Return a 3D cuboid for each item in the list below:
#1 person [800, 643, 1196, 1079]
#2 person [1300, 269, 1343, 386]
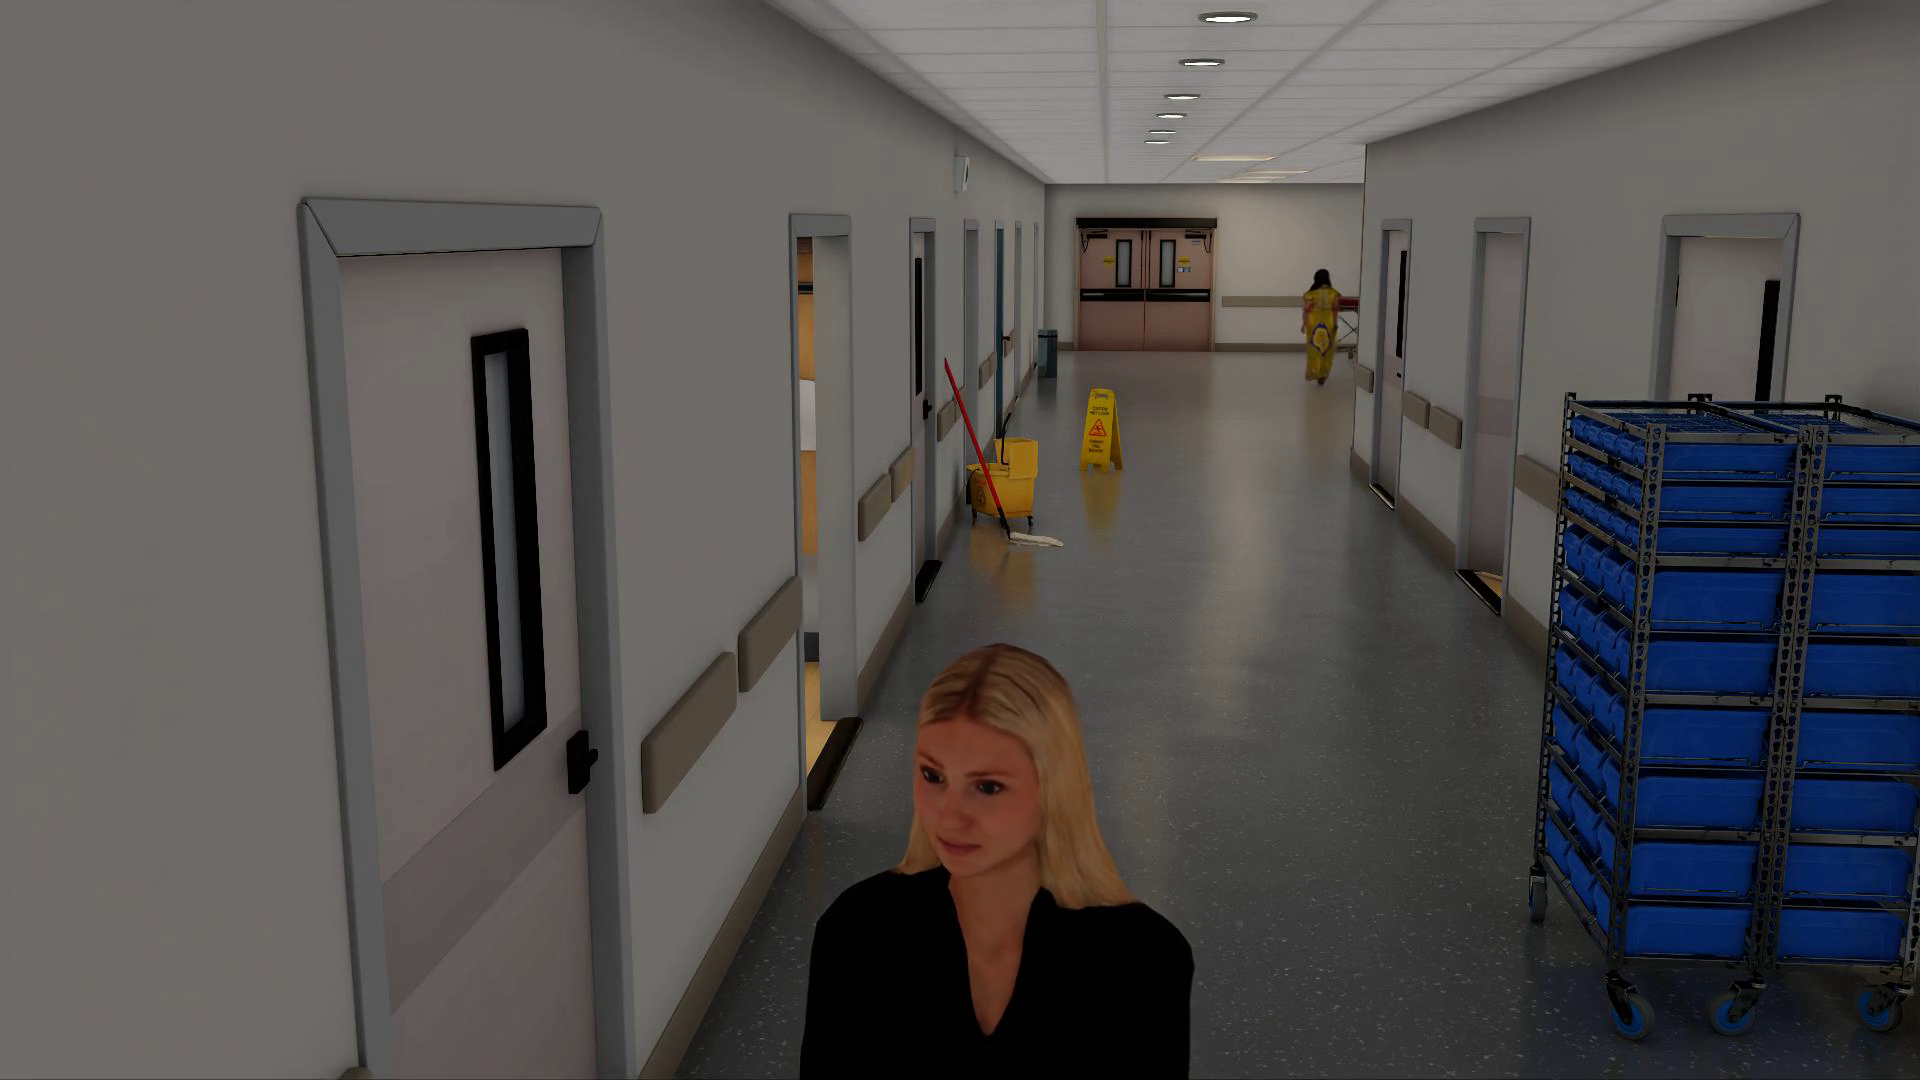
[{"bbox_3d":[0.037,1.007,1.907,0.628,1.841,0.557,2,11,9],"label":"person"},{"bbox_3d":[5.121,-2.973,23.495,0.911,1.612,1.356,-2,11,-8],"label":"person"}]
